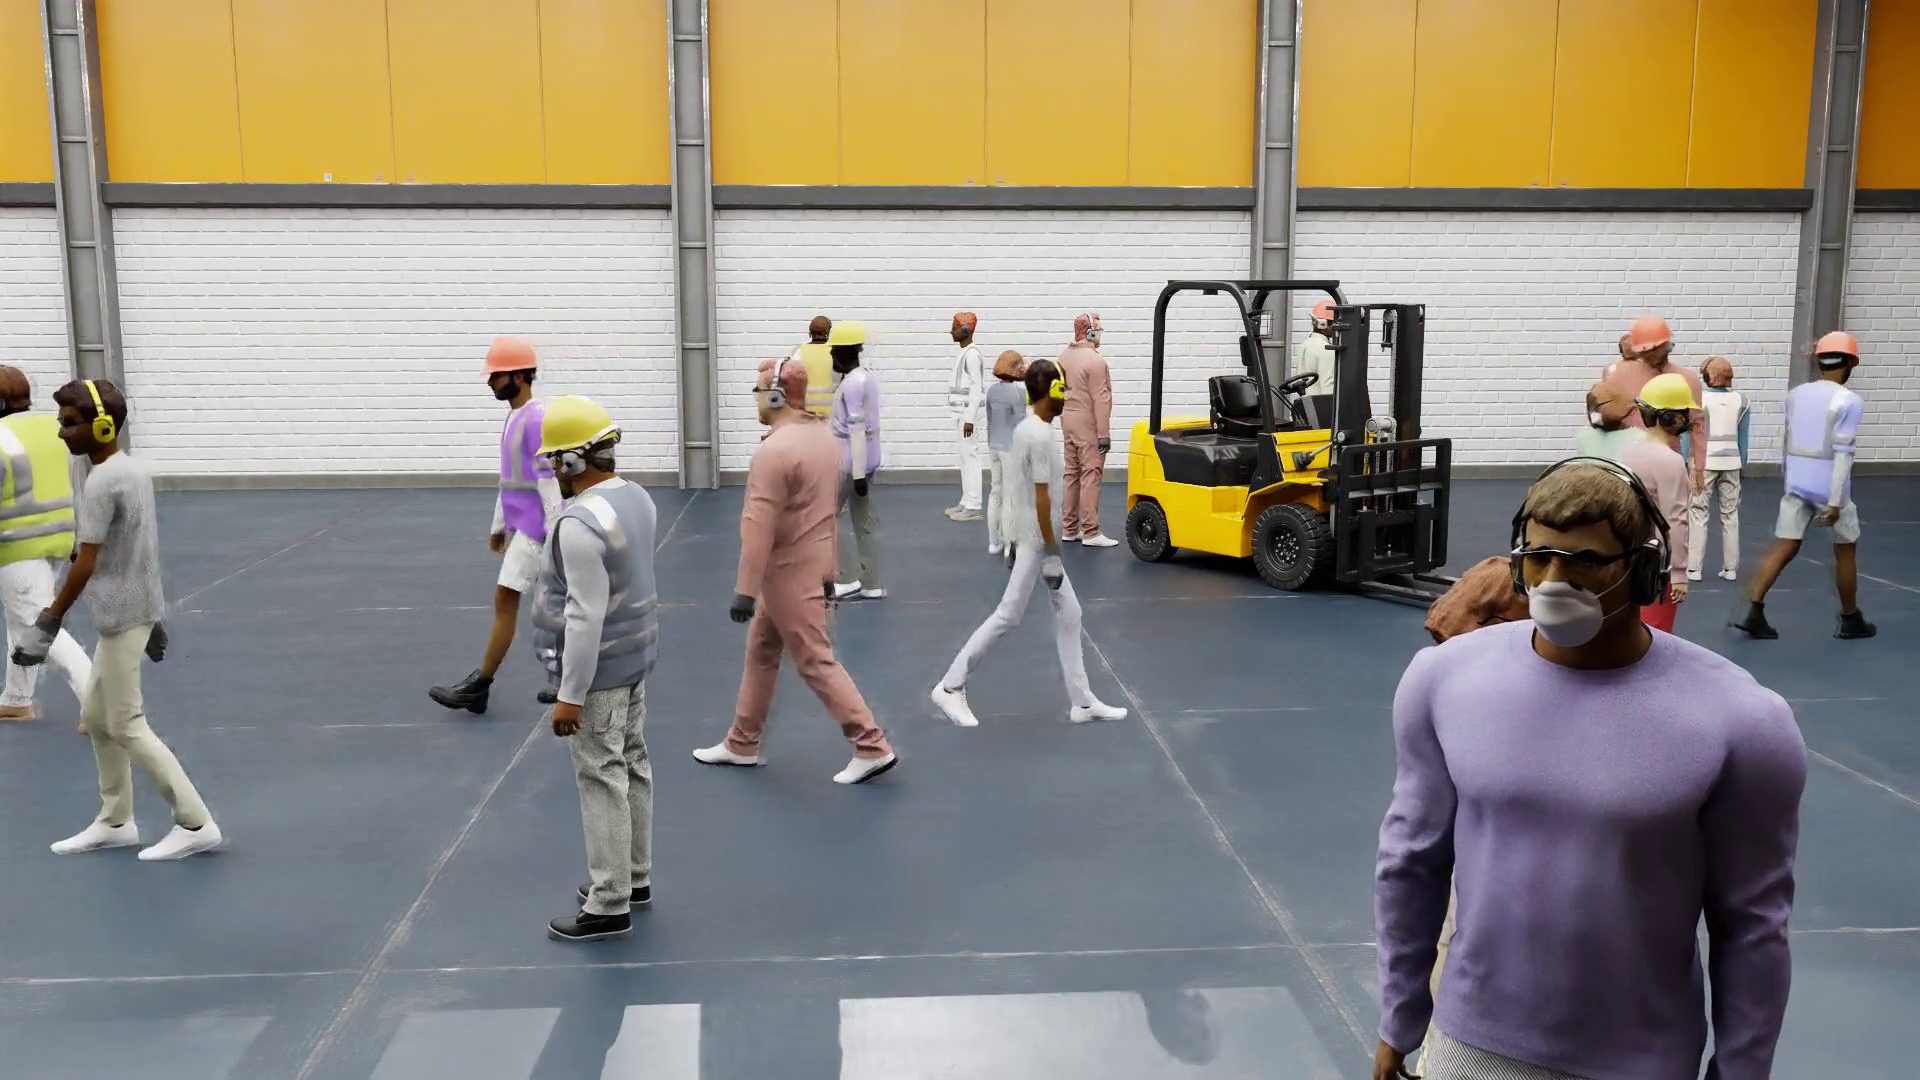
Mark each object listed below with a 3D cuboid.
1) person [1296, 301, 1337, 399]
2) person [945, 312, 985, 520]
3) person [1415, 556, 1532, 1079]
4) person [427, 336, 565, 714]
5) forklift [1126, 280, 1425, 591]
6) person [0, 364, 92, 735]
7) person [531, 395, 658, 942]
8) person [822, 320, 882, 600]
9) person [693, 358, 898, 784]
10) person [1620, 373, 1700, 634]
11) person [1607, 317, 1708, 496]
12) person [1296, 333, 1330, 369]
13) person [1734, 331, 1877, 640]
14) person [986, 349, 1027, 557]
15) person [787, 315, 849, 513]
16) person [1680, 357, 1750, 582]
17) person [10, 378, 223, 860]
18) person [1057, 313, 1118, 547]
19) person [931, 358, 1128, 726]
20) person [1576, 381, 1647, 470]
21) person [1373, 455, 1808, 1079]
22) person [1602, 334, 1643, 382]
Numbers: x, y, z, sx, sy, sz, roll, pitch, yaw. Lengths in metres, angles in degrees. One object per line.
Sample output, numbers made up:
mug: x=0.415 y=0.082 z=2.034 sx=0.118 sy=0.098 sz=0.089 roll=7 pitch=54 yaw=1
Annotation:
person: x=3.198 y=-1.130 z=14.829 sx=0.402 sy=1.984 sz=0.613 roll=-1 pitch=9 yaw=-9
person: x=0.054 y=-1.119 z=15.075 sx=0.343 sy=1.882 sz=0.585 roll=-1 pitch=9 yaw=-7
person: x=1.108 y=0.839 z=3.563 sx=0.281 sy=1.633 sz=0.499 roll=3 pitch=10 yaw=18
person: x=-2.307 y=-0.070 z=8.429 sx=0.932 sy=1.894 sz=0.579 roll=-4 pitch=10 yaw=-23
forklift: x=2.301 y=-0.860 z=12.475 sx=1.214 sy=2.155 sz=2.313 roll=-6 pitch=11 yaw=-35
person: x=-4.449 y=0.052 z=8.023 sx=0.907 sy=1.810 sz=0.636 roll=1 pitch=9 yaw=9
person: x=-1.220 y=0.427 z=5.563 sx=0.403 sy=1.822 sz=0.588 roll=1 pitch=9 yaw=8
person: x=-0.781 y=-0.530 z=11.287 sx=0.563 sy=1.907 sz=0.607 roll=2 pitch=9 yaw=10
person: x=-0.716 y=0.141 z=7.250 sx=0.979 sy=1.866 sz=0.656 roll=2 pitch=9 yaw=12
person: x=3.205 y=0.118 z=7.678 sx=0.308 sy=1.769 sz=0.525 roll=-1 pitch=9 yaw=-4
person: x=4.572 y=-0.480 z=10.897 sx=0.651 sy=1.924 sz=0.970 roll=1 pitch=9 yaw=5
person: x=3.608 y=-1.304 z=16.843 sx=0.318 sy=1.693 sz=0.535 roll=-5 pitch=10 yaw=-27
person: x=5.153 y=-0.316 z=10.053 sx=0.890 sy=1.888 sz=0.532 roll=-4 pitch=10 yaw=-25
person: x=0.378 y=-0.682 z=13.113 sx=0.281 sy=1.632 sz=0.505 roll=-5 pitch=11 yaw=-31
person: x=-1.286 y=-1.160 z=15.468 sx=0.636 sy=1.842 sz=0.429 roll=1 pitch=9 yaw=3
person: x=5.456 y=-0.509 z=12.063 sx=0.529 sy=1.627 sz=0.322 roll=-1 pitch=9 yaw=-5
person: x=-3.136 y=0.319 z=6.198 sx=0.650 sy=1.843 sz=0.514 roll=-3 pitch=9 yaw=-18
person: x=1.046 y=-0.900 z=13.629 sx=0.410 sy=1.909 sz=0.643 roll=-5 pitch=10 yaw=-29
person: x=0.317 y=0.016 z=8.181 sx=0.963 sy=1.818 sz=0.561 roll=0 pitch=9 yaw=0
person: x=3.762 y=-0.104 z=9.529 sx=0.415 sy=1.609 sz=0.579 roll=-6 pitch=11 yaw=-34
person: x=0.966 y=0.828 z=2.677 sx=0.636 sy=1.938 sz=0.358 roll=6 pitch=11 yaw=33
person: x=6.480 y=-1.174 z=16.170 sx=0.516 sy=1.645 sz=0.308 roll=2 pitch=9 yaw=10
